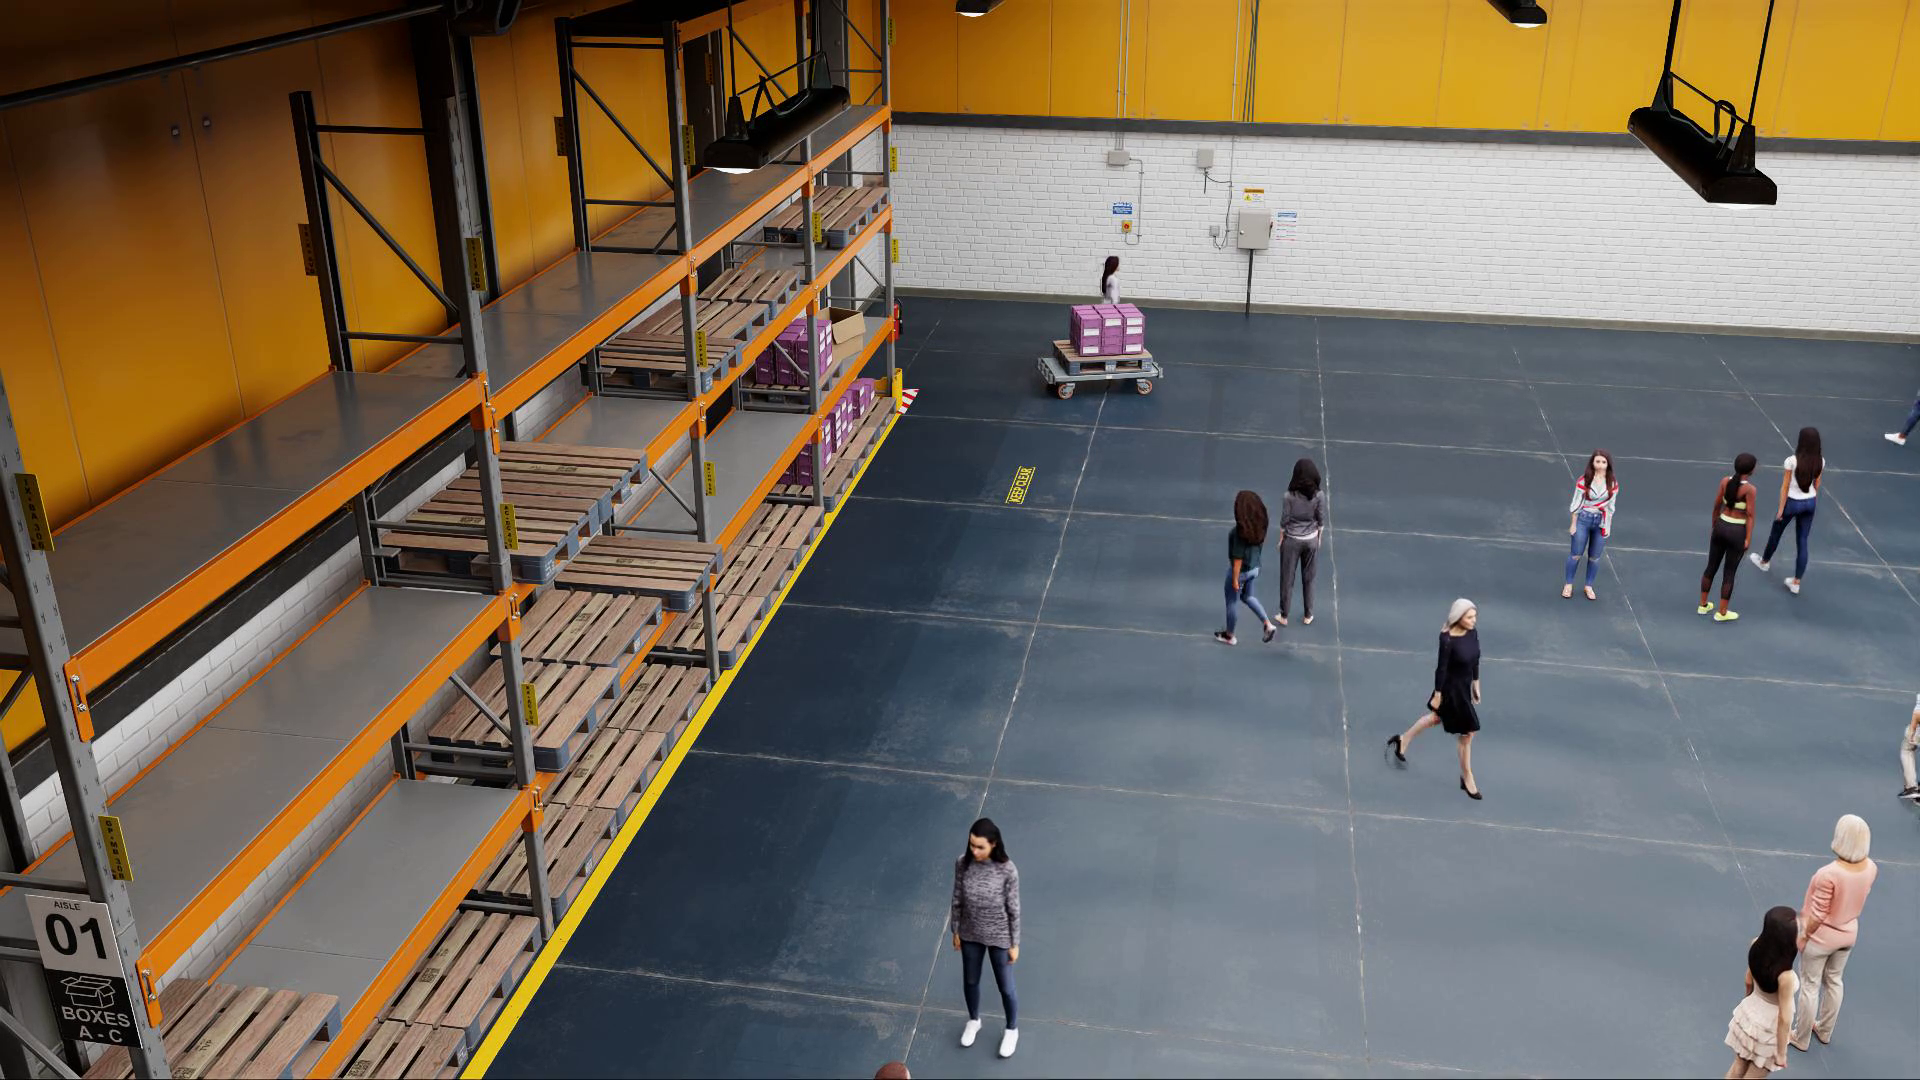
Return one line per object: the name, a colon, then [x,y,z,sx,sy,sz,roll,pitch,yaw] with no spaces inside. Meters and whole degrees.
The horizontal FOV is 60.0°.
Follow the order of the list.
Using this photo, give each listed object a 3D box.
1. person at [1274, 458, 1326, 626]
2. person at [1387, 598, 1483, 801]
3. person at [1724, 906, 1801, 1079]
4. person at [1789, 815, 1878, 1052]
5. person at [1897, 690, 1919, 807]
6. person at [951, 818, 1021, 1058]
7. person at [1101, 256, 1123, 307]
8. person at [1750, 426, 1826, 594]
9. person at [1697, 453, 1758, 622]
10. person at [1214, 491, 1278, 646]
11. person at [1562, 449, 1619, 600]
person: [3.382,0.020,16.524,0.627,1.763,0.571,0,24,-1]
person: [4.013,1.256,13.772,1.132,1.703,1.079,-21,31,-40]
person: [4.764,2.921,9.919,0.686,1.737,0.545,-2,24,-5]
person: [5.645,2.545,10.796,0.684,1.725,0.687,-8,25,-18]
person: [7.904,1.531,13.481,0.512,1.431,0.565,4,24,8]
person: [0.184,2.545,10.794,0.657,1.727,0.585,8,25,18]
person: [2.142,-3.366,24.448,0.816,1.621,0.794,-4,24,-9]
person: [8.726,-0.279,17.234,0.799,1.742,1.072,-1,24,-3]
person: [7.710,-0.044,16.682,0.697,1.753,0.633,-15,28,-31]
person: [2.813,0.310,16.060,0.923,1.602,0.910,20,30,38]
person: [6.506,-0.173,17.153,0.587,1.614,0.496,4,24,9]
